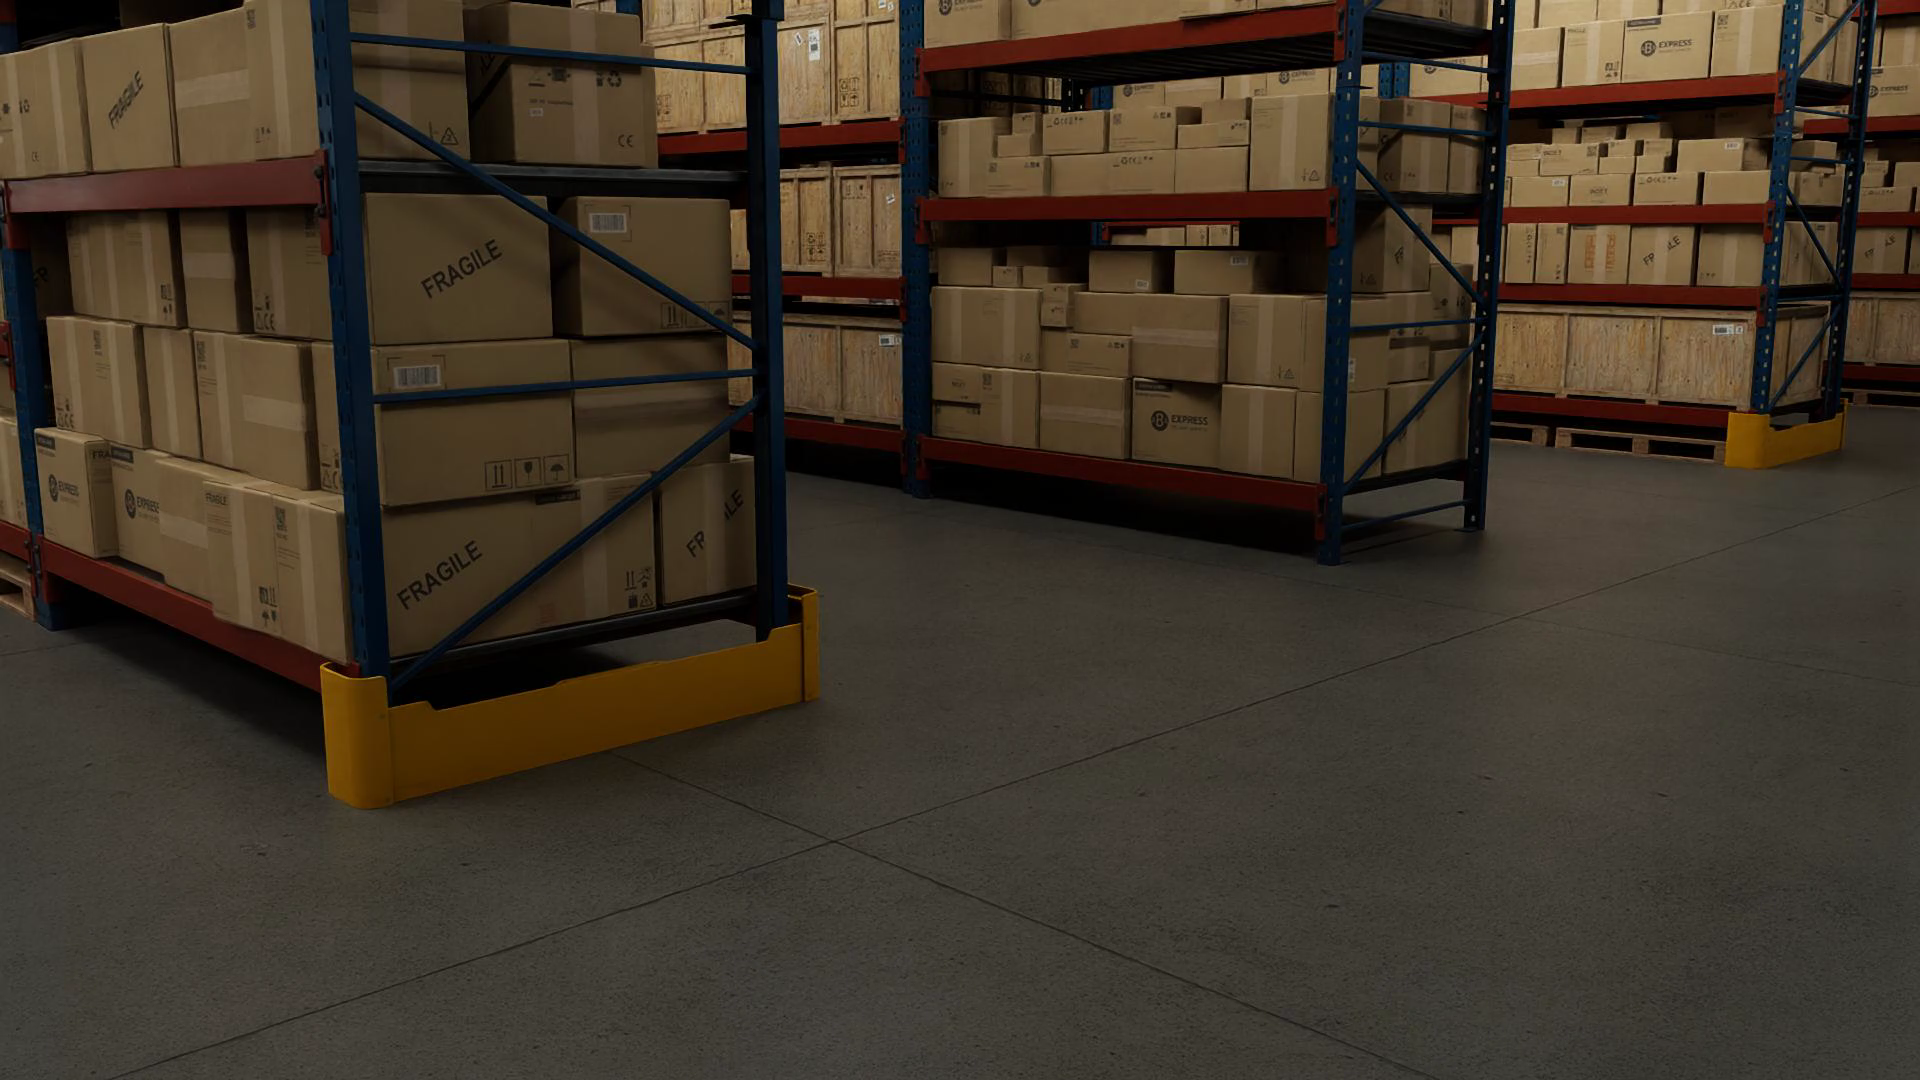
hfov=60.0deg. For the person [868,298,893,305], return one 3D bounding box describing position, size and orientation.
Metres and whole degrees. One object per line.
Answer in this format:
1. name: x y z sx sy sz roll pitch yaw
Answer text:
1. person: -1.050 -2.797 21.671 0.352 1.940 0.551 4 11 19
